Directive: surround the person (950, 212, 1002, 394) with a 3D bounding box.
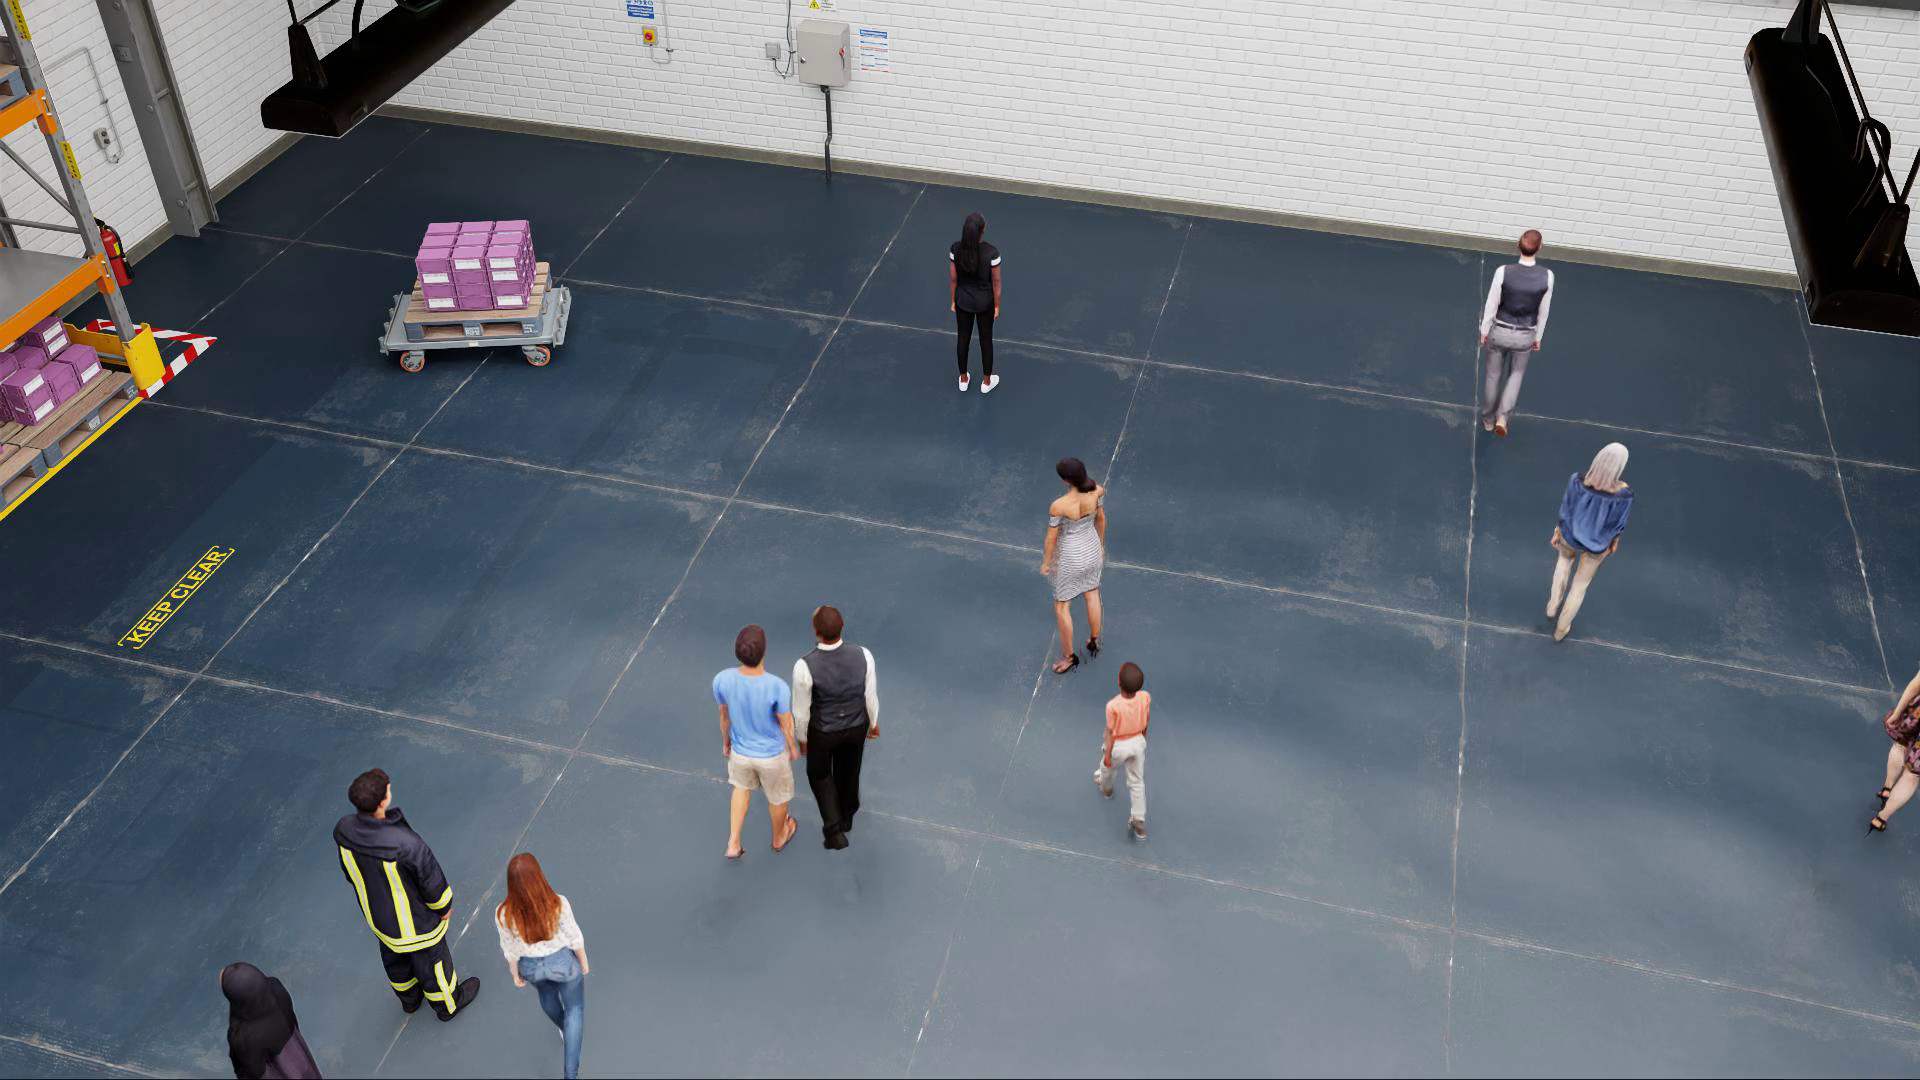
[{"bbox_3d":[0.133,-2.093,14.642,0.595,1.728,0.537,9,40,12],"label":"person"}]

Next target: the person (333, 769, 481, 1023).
[{"bbox_3d":[-3.143,2.013,9.341,0.785,1.928,0.663,12,40,15],"label":"person"}]

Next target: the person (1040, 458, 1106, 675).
[{"bbox_3d":[0.837,0.171,11.744,0.740,1.809,0.797,-13,40,-15],"label":"person"}]

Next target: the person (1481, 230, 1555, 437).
[{"bbox_3d":[4.643,-1.688,13.977,0.661,1.926,0.816,10,40,13],"label":"person"}]

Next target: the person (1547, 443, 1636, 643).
[{"bbox_3d":[4.485,0.059,11.987,0.702,1.679,0.741,20,43,23],"label":"person"}]

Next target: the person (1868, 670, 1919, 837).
[{"bbox_3d":[6.061,1.232,10.456,0.796,1.756,0.858,29,47,31],"label":"person"}]

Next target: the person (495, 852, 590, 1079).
[{"bbox_3d":[-2.252,2.372,9.069,0.840,1.707,1.101,-5,39,-6],"label":"person"}]

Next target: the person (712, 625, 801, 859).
[{"bbox_3d":[-1.260,1.331,10.257,0.645,1.851,0.811,10,40,12],"label":"person"}]

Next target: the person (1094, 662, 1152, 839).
[{"bbox_3d":[1.092,1.353,10.675,0.796,1.295,0.960,-10,40,-13],"label":"person"}]

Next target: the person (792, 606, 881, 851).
[{"bbox_3d":[-0.749,1.224,10.349,0.954,1.903,1.053,-9,39,-11],"label":"person"}]

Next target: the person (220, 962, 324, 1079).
[{"bbox_3d":[-3.577,2.739,8.683,0.688,1.615,0.557,5,39,6],"label":"person"}]
